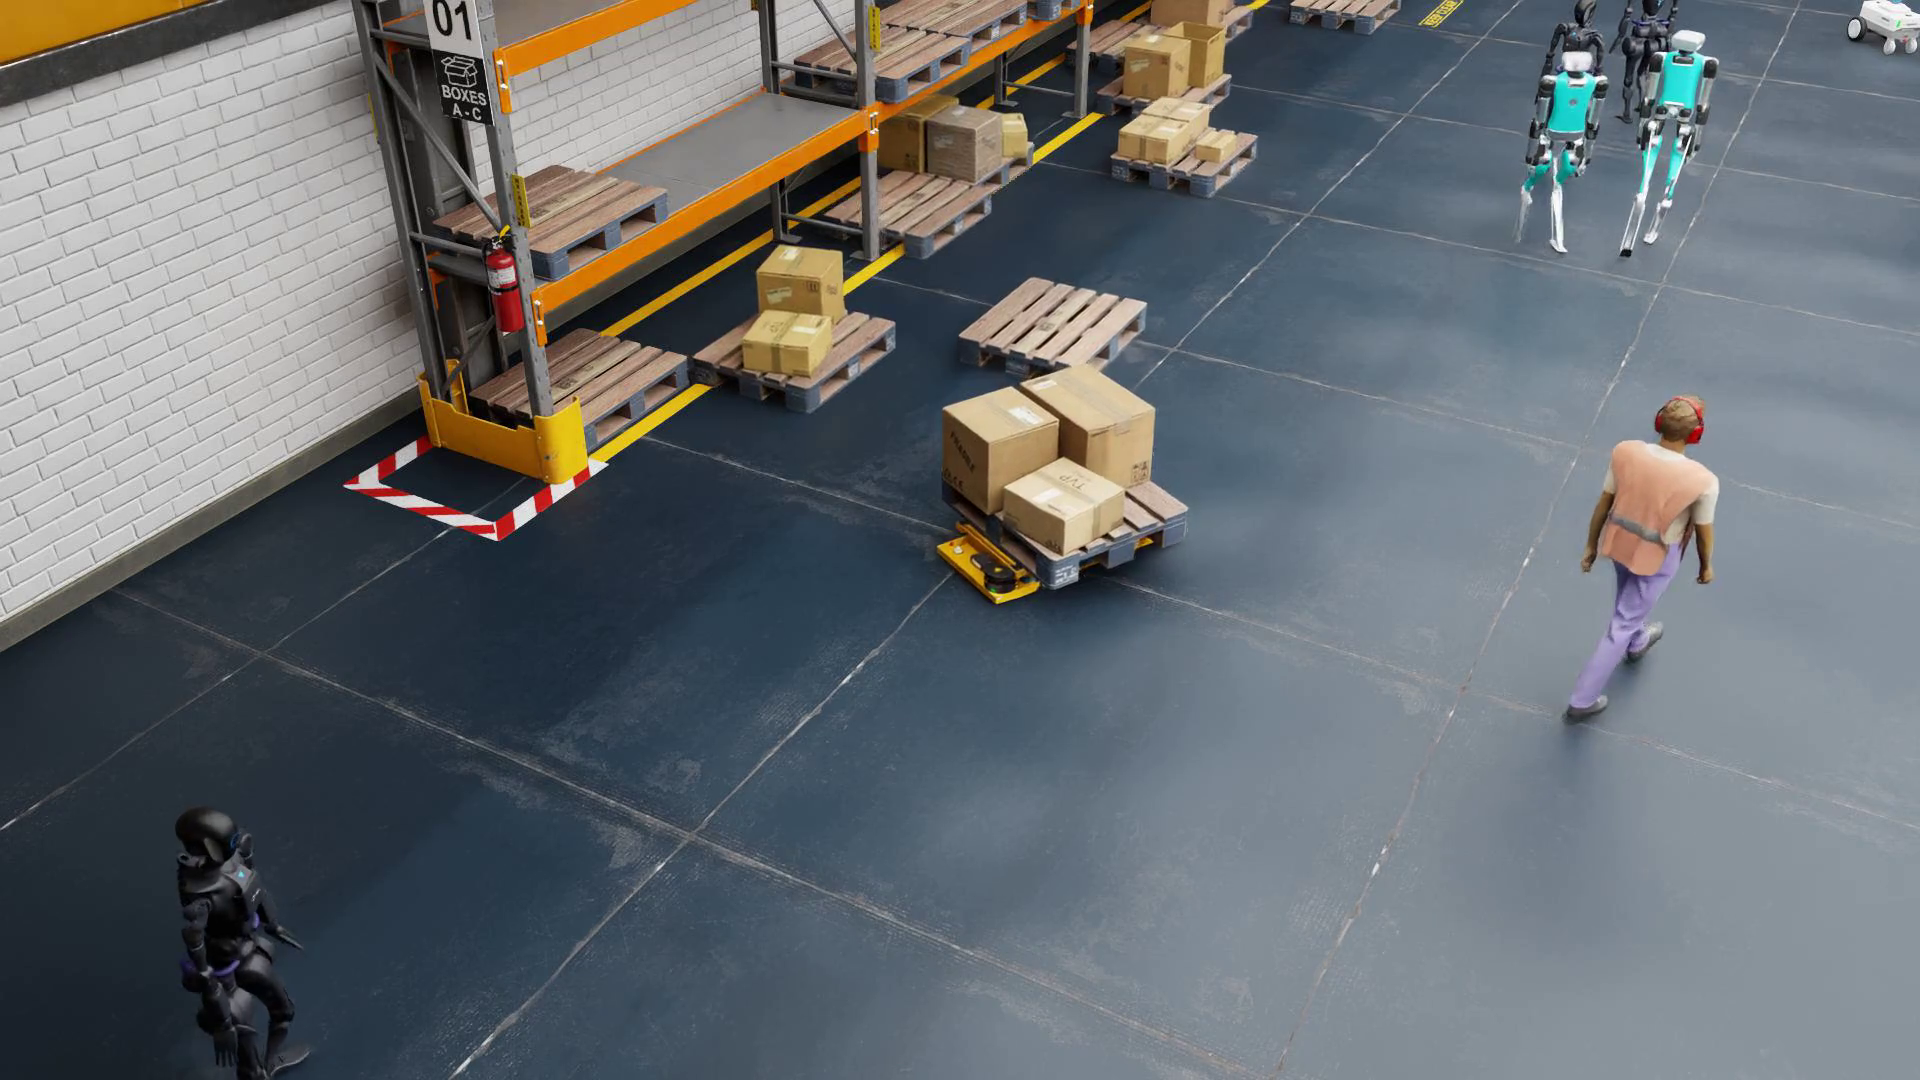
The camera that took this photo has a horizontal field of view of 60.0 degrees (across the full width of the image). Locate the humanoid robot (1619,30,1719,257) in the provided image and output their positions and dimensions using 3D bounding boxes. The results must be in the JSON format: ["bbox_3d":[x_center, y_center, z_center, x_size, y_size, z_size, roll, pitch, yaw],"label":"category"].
[{"bbox_3d":[5.747,-3.172,13.677,0.559,1.848,0.855,19,38,26],"label":"humanoid robot"}]

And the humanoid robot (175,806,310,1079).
[{"bbox_3d":[-2.778,1.647,6.375,0.365,1.643,0.599,1,33,1],"label":"humanoid robot"}]

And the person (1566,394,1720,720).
[{"bbox_3d":[3.601,0.062,8.672,0.986,1.788,0.572,-20,39,-28],"label":"person"}]

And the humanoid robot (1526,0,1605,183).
[{"bbox_3d":[5.503,-4.062,15.006,0.315,1.654,0.599,-24,40,-31],"label":"humanoid robot"}]

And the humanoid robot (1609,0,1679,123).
[{"bbox_3d":[6.730,-4.960,16.379,0.616,1.647,0.333,-5,34,-7],"label":"humanoid robot"}]

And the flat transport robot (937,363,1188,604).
[{"bbox_3d":[0.633,-0.044,10.215,1.431,0.231,0.659,-20,38,-27],"label":"flat transport robot"}]

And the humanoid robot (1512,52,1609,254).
[{"bbox_3d":[4.881,-3.174,13.686,0.550,1.831,0.802,4,34,6],"label":"humanoid robot"}]

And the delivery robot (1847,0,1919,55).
[{"bbox_3d":[10.429,-5.806,18.691,0.499,0.614,0.808,-5,34,-8],"label":"delivery robot"}]
